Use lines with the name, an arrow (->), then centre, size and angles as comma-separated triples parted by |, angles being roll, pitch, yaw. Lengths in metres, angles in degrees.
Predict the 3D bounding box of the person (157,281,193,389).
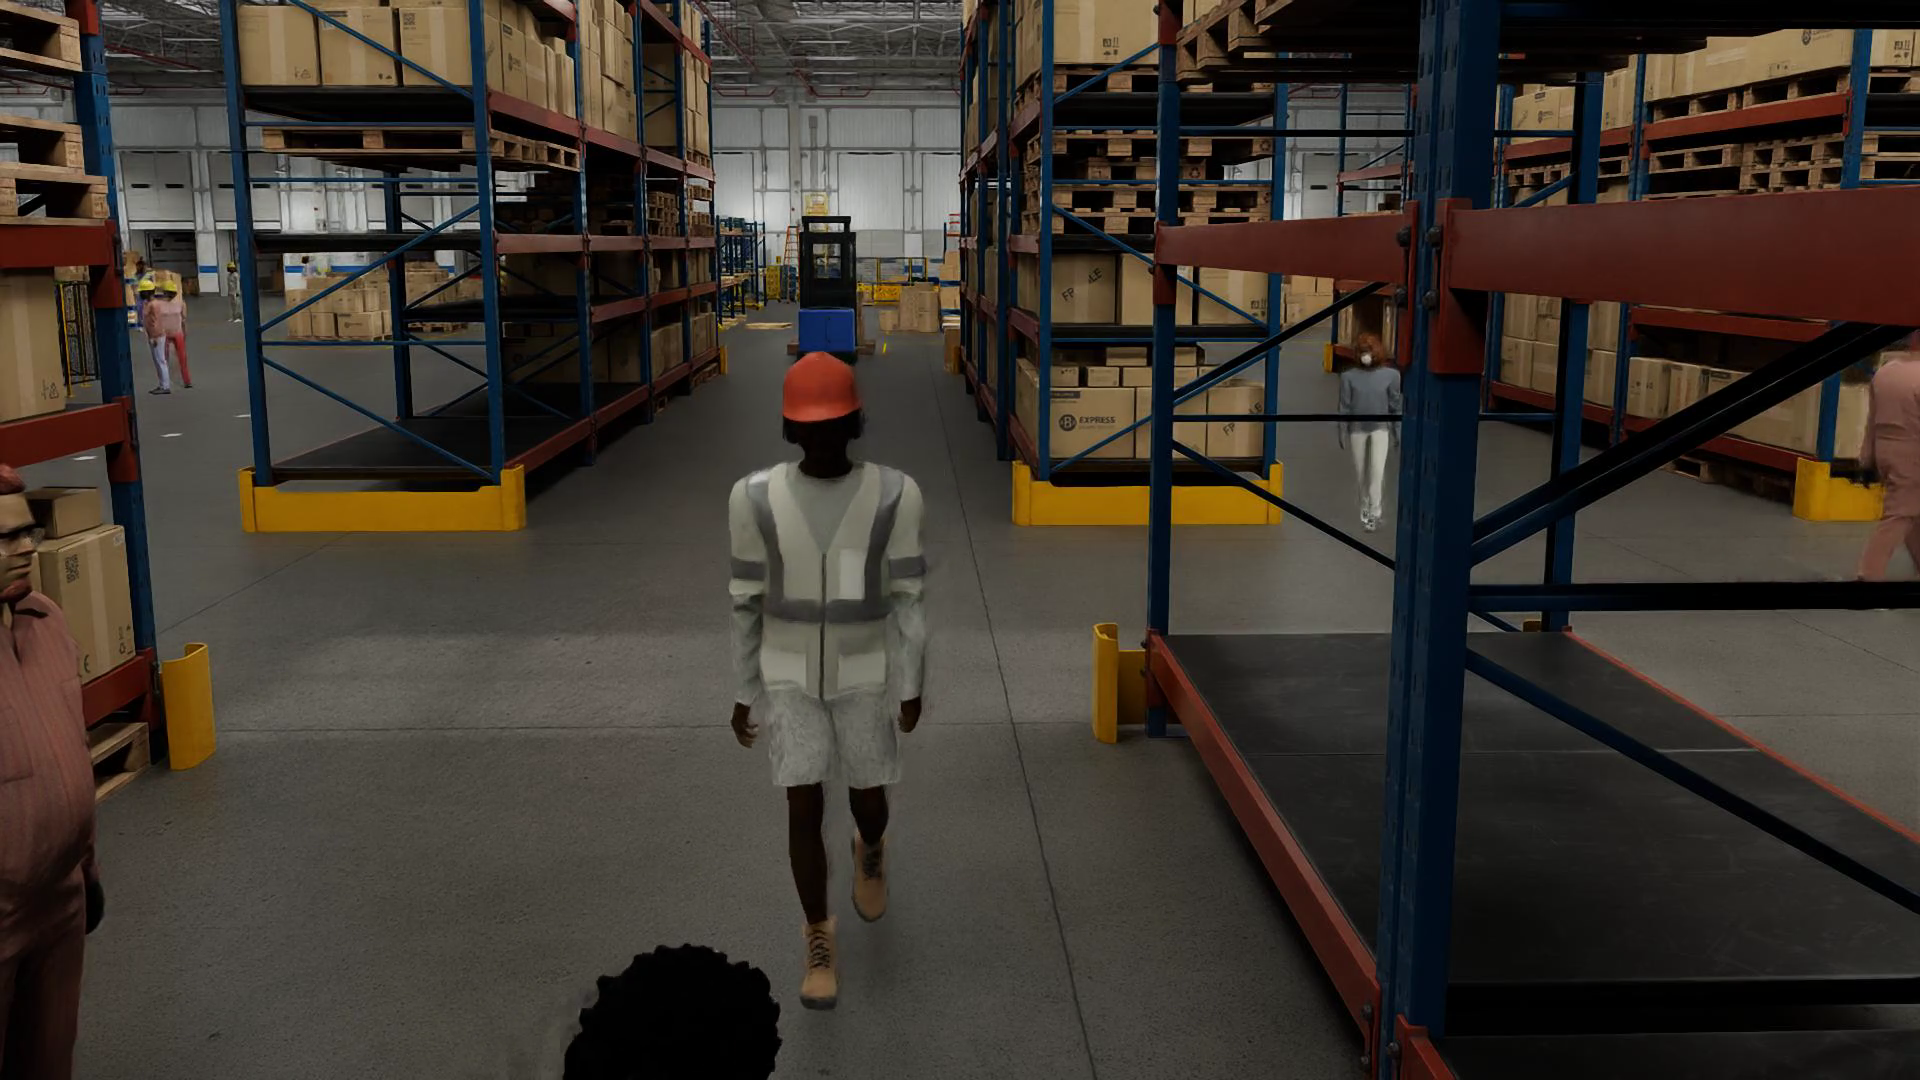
person -> -12.667, -3.288, 26.687 | 0.536, 1.722, 0.917 | -8, 13, -39

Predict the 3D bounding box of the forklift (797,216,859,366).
forklift -> -2.521, -4.754, 31.604 | 1.129, 2.768, 1.873 | 0, 10, -2

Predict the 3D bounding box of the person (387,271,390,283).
person -> -18.760, -8.402, 55.254 | 0.321, 1.692, 0.534 | 9, 13, 41

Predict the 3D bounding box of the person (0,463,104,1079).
person -> -2.049, 0.774, 3.563 | 0.394, 1.899, 0.641 | 1, 10, 5

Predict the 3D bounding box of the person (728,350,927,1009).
person -> -0.410, 0.404, 5.265 | 0.612, 2.022, 0.654 | 0, 10, -1

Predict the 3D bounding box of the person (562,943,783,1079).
person -> -0.282, 1.231, 1.652 | 0.557, 1.643, 0.890 | 4, 11, 19

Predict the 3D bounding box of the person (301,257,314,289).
person -> -23.928, -9.456, 60.813 | 0.991, 1.791, 0.645 | -4, 11, -21

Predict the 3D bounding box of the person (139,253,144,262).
person -> -33.107, -10.637, 67.121 | 0.729, 1.904, 0.588 | 5, 11, 25

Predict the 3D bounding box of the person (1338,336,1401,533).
person -> 3.351, -0.879, 13.640 | 0.508, 1.578, 0.870 | 3, 11, 18

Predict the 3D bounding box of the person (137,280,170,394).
person -> -12.448, -3.123, 25.651 | 0.355, 1.755, 0.518 | -8, 13, -36

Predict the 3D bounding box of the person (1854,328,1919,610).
person -> 6.146, -0.471, 10.598 | 0.988, 1.855, 0.674 | -1, 10, -5

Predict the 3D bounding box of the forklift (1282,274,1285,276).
forklift -> 12.243, -10.301, 62.507 | 1.129, 2.768, 1.873 | 0, 10, -2

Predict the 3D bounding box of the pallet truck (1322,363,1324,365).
pallet truck -> 7.712, -4.157, 30.737 | 1.885, 1.965, 0.823 | 3, 11, 16

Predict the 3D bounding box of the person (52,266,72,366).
person -> -17.120, -4.246, 31.317 | 0.600, 1.967, 0.368 | 3, 11, 15

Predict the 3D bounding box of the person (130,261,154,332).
person -> -21.293, -6.337, 43.365 | 0.596, 1.832, 1.086 | -1, 10, -6

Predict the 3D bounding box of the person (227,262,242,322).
person -> -21.285, -7.254, 48.700 | 0.484, 1.744, 0.295 | 7, 12, 33
